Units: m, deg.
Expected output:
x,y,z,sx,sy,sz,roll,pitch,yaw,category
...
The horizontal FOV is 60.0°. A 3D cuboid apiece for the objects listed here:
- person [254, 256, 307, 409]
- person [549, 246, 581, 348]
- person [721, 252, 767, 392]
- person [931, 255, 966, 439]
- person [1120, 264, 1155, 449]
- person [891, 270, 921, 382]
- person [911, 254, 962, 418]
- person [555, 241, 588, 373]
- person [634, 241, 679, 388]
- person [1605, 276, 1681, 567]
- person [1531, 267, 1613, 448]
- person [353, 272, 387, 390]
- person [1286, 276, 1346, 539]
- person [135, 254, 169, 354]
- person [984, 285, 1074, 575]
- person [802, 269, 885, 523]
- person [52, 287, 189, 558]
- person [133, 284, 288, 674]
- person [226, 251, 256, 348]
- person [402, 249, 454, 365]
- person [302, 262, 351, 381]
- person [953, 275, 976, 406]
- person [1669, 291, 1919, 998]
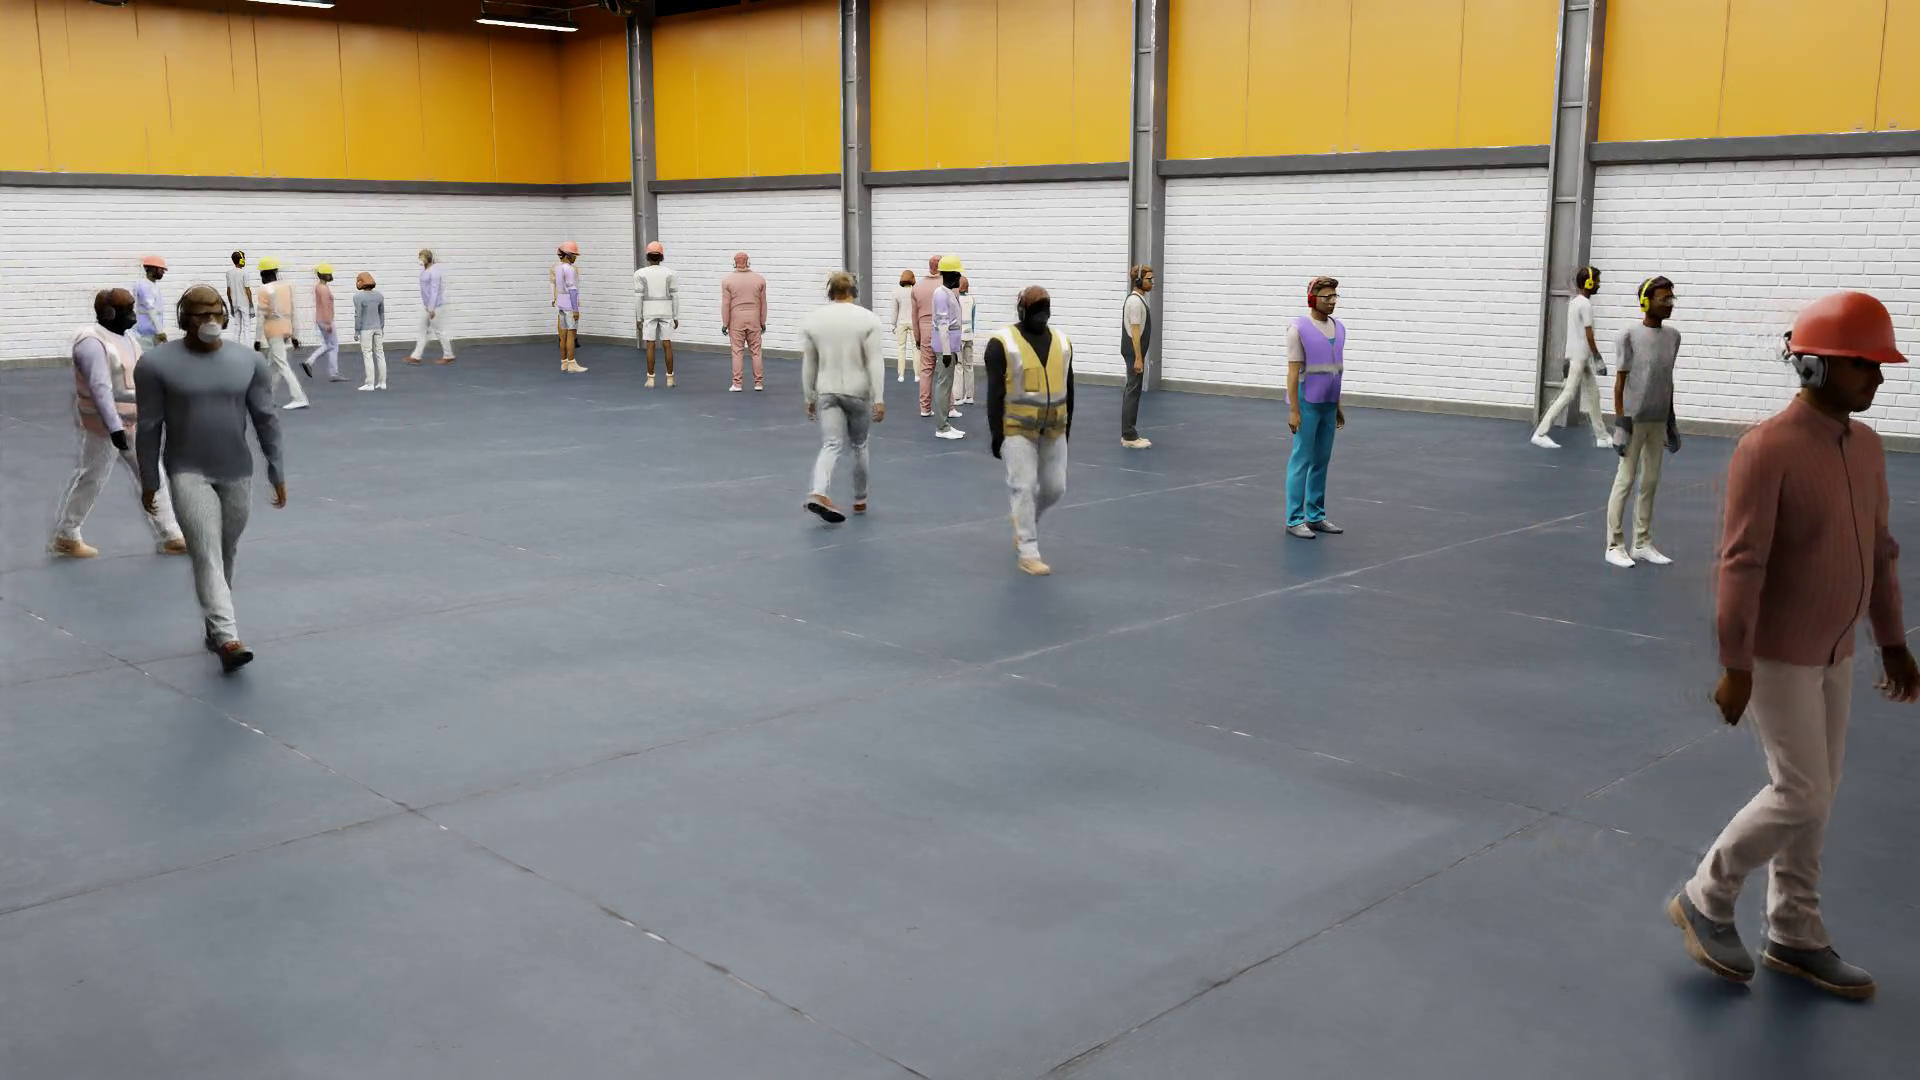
x,y,z,sx,sy,sz,roll,pitch,yaw,category
-8.466,-2.551,20.505,0.905,1.883,0.603,2,11,10,person
-7.487,-4.604,31.544,0.547,1.934,0.375,-1,10,-4,person
-2.956,-2.974,22.749,0.638,1.902,0.406,-4,11,-21,person
-0.119,-2.032,17.534,0.362,1.928,0.587,1,10,5,person
1.778,-1.842,16.722,0.328,1.844,0.513,1,10,4,person
-0.754,-3.123,24.282,0.499,1.633,0.279,1,10,3,person
-0.248,-2.379,19.486,0.646,1.908,0.408,5,12,27,person
-6.071,-3.624,25.912,0.378,2.040,0.607,-7,12,-33,person
-4.246,-3.147,23.297,0.608,2.044,0.370,-3,11,-15,person
4.449,-0.755,10.742,0.564,1.870,0.343,-4,11,-21,person
6.233,-1.817,16.661,0.942,1.827,0.527,3,11,14,person
-8.147,-2.879,22.955,0.289,1.633,0.498,6,12,29,person
2.515,-0.943,11.817,0.570,1.844,0.377,-9,14,-41,person
-10.126,-2.658,21.057,1.002,1.874,0.584,-1,10,-8,person
0.435,-0.711,10.613,0.631,1.826,0.604,-5,11,-24,person
-0.893,-1.068,12.418,0.663,1.893,0.908,2,11,10,person
-5.606,-0.762,10.987,0.946,1.802,0.628,1,10,5,person
-3.669,-0.307,8.234,0.652,1.881,1.019,-9,14,-40,person
-12.074,-3.919,27.985,0.508,1.872,0.329,4,11,20,person
-8.739,-3.810,27.301,0.842,1.902,0.652,-8,13,-38,person
-9.289,-3.177,24.260,0.560,1.750,0.542,-7,12,-32,person
0.006,-2.500,20.870,0.306,1.639,0.523,8,13,37,person
2.382,0.300,4.657,0.643,1.982,0.445,-8,13,-36,person
